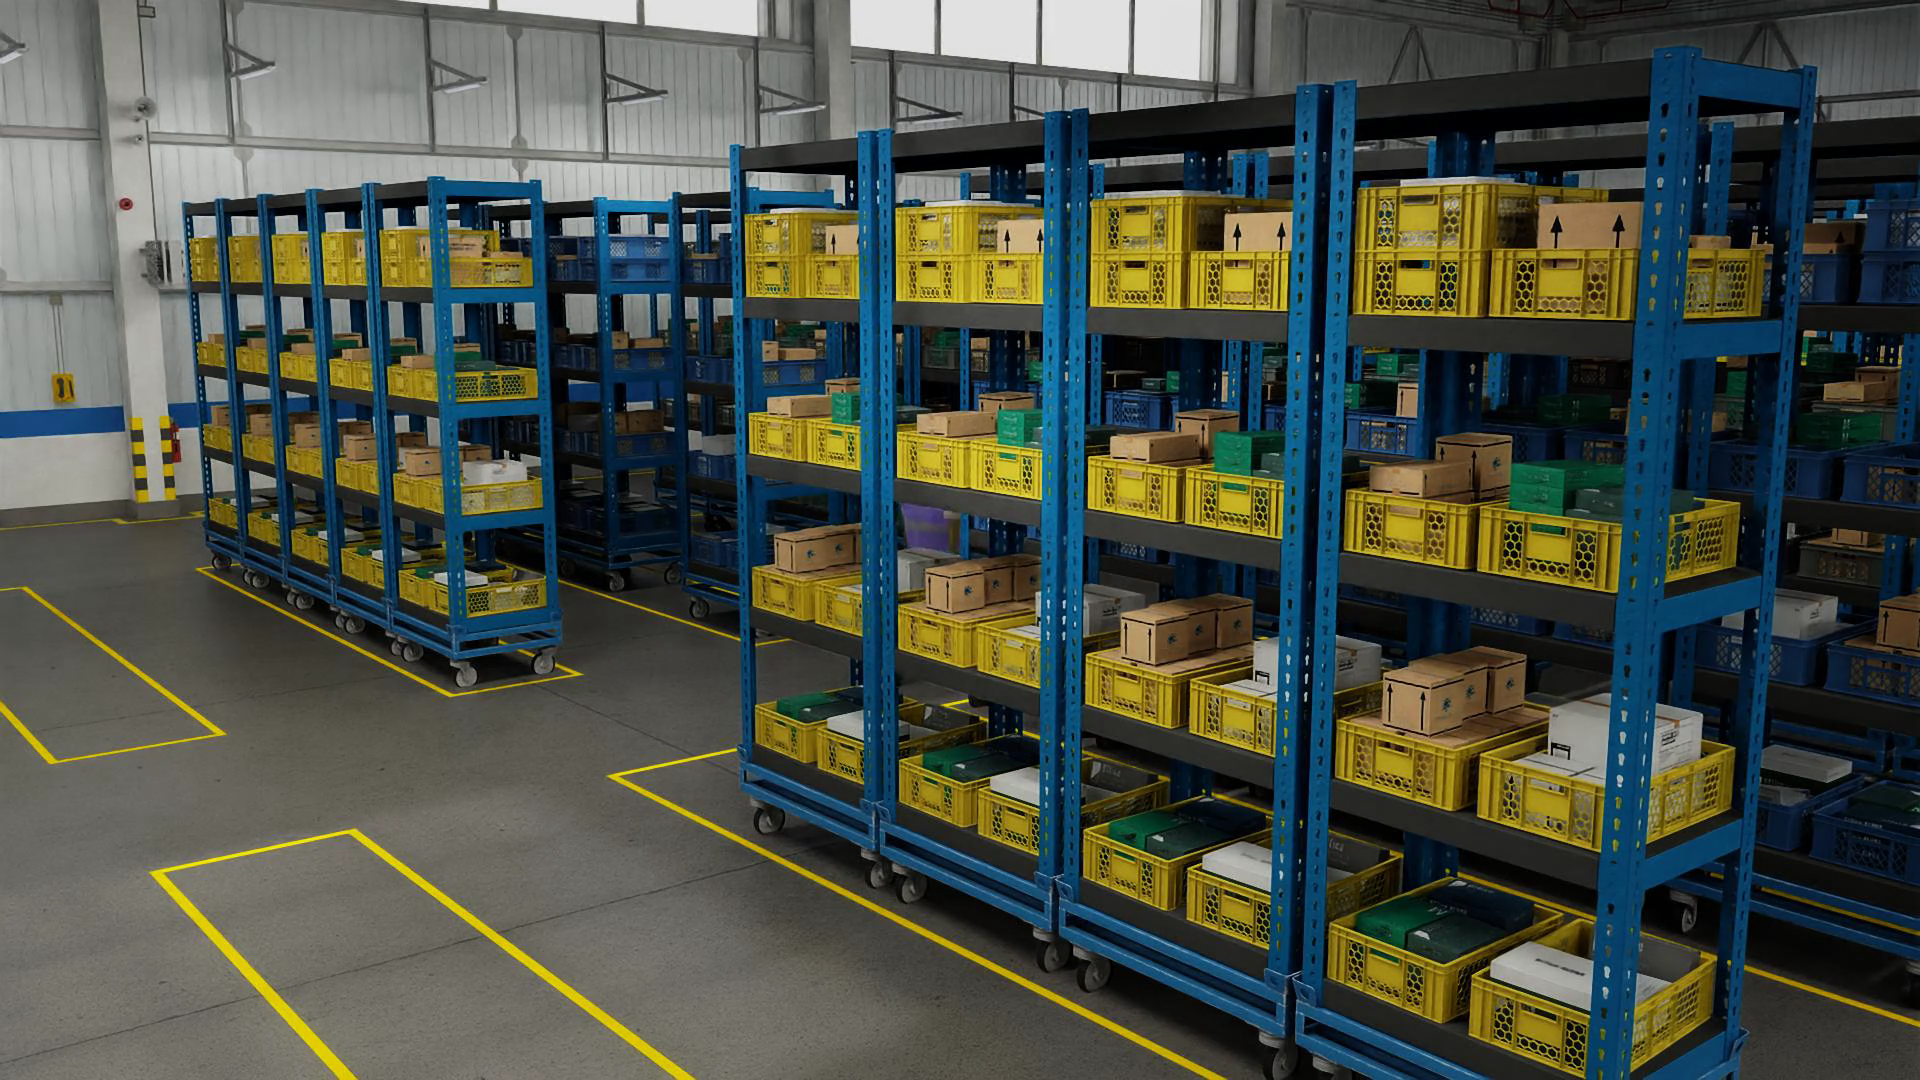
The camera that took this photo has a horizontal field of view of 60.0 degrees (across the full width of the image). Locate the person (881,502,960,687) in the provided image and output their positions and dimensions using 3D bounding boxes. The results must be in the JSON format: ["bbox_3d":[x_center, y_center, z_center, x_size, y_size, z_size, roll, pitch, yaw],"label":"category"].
[{"bbox_3d":[-0.246,0.157,11.881,0.596,1.793,0.949,6,11,33],"label":"person"}]
